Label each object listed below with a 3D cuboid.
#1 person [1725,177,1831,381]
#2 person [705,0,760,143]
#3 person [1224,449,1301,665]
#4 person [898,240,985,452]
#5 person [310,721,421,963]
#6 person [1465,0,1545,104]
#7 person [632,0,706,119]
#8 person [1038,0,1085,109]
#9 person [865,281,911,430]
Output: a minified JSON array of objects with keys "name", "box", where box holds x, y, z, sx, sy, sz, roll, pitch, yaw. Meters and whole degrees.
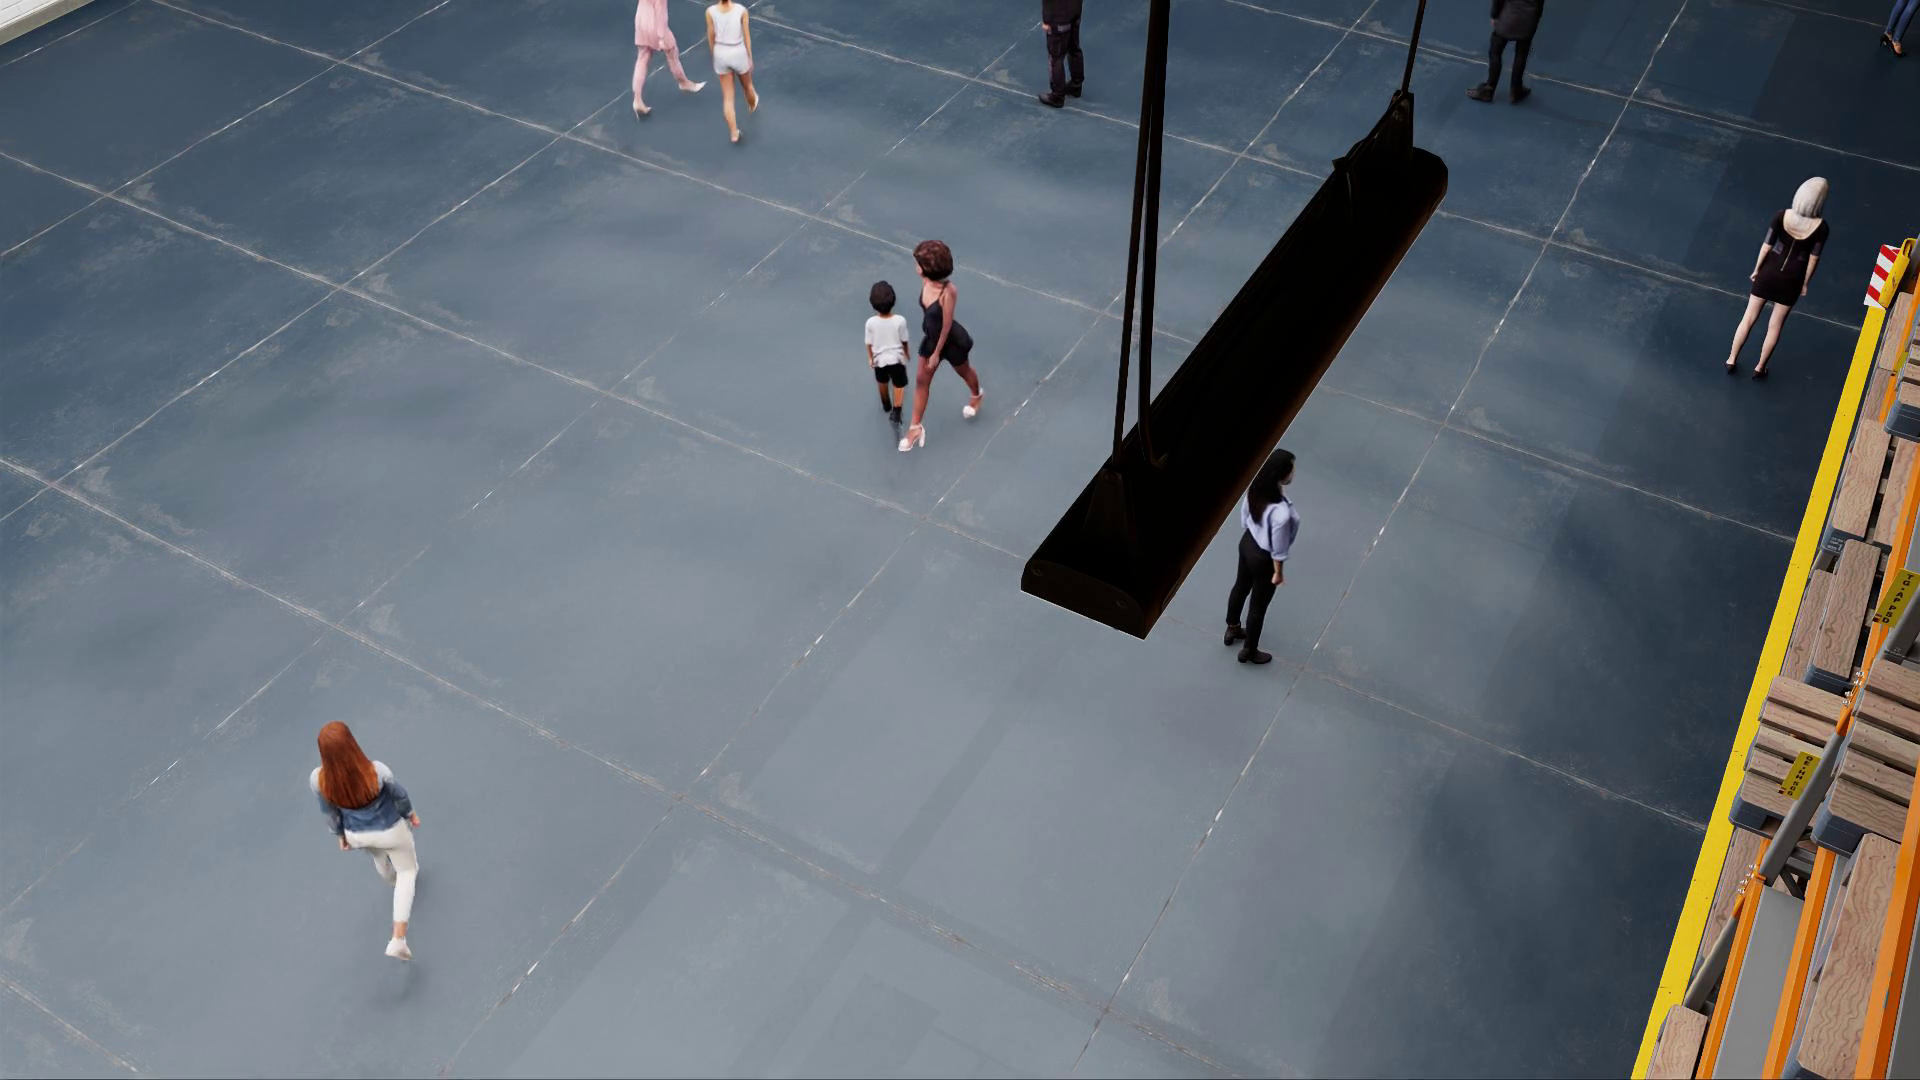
[{"name":"person","box":[6.433,-2.043,13.043,0.587,1.830,0.503,24,49,23]},{"name":"person","box":[-2.194,-4.556,15.857,0.899,1.587,1.071,-1,44,-1]},{"name":"person","box":[1.956,0.104,10.850,0.759,1.746,0.720,-14,45,-14]},{"name":"person","box":[-0.047,-1.496,12.541,1.150,1.729,0.769,-32,52,-29]},{"name":"person","box":[-3.255,1.677,9.243,0.938,1.685,1.123,-1,44,-1]},{"name":"person","box":[5.528,-5.122,16.333,0.905,1.749,0.828,11,45,12]},{"name":"person","box":[-3.039,-4.908,16.107,1.192,1.752,0.986,-34,53,-30]},{"name":"person","box":[1.029,-5.165,16.314,0.813,1.838,0.584,31,52,29]},{"name":"person","box":[-0.542,-1.409,12.798,0.716,1.249,0.850,-1,44,-1]}]
